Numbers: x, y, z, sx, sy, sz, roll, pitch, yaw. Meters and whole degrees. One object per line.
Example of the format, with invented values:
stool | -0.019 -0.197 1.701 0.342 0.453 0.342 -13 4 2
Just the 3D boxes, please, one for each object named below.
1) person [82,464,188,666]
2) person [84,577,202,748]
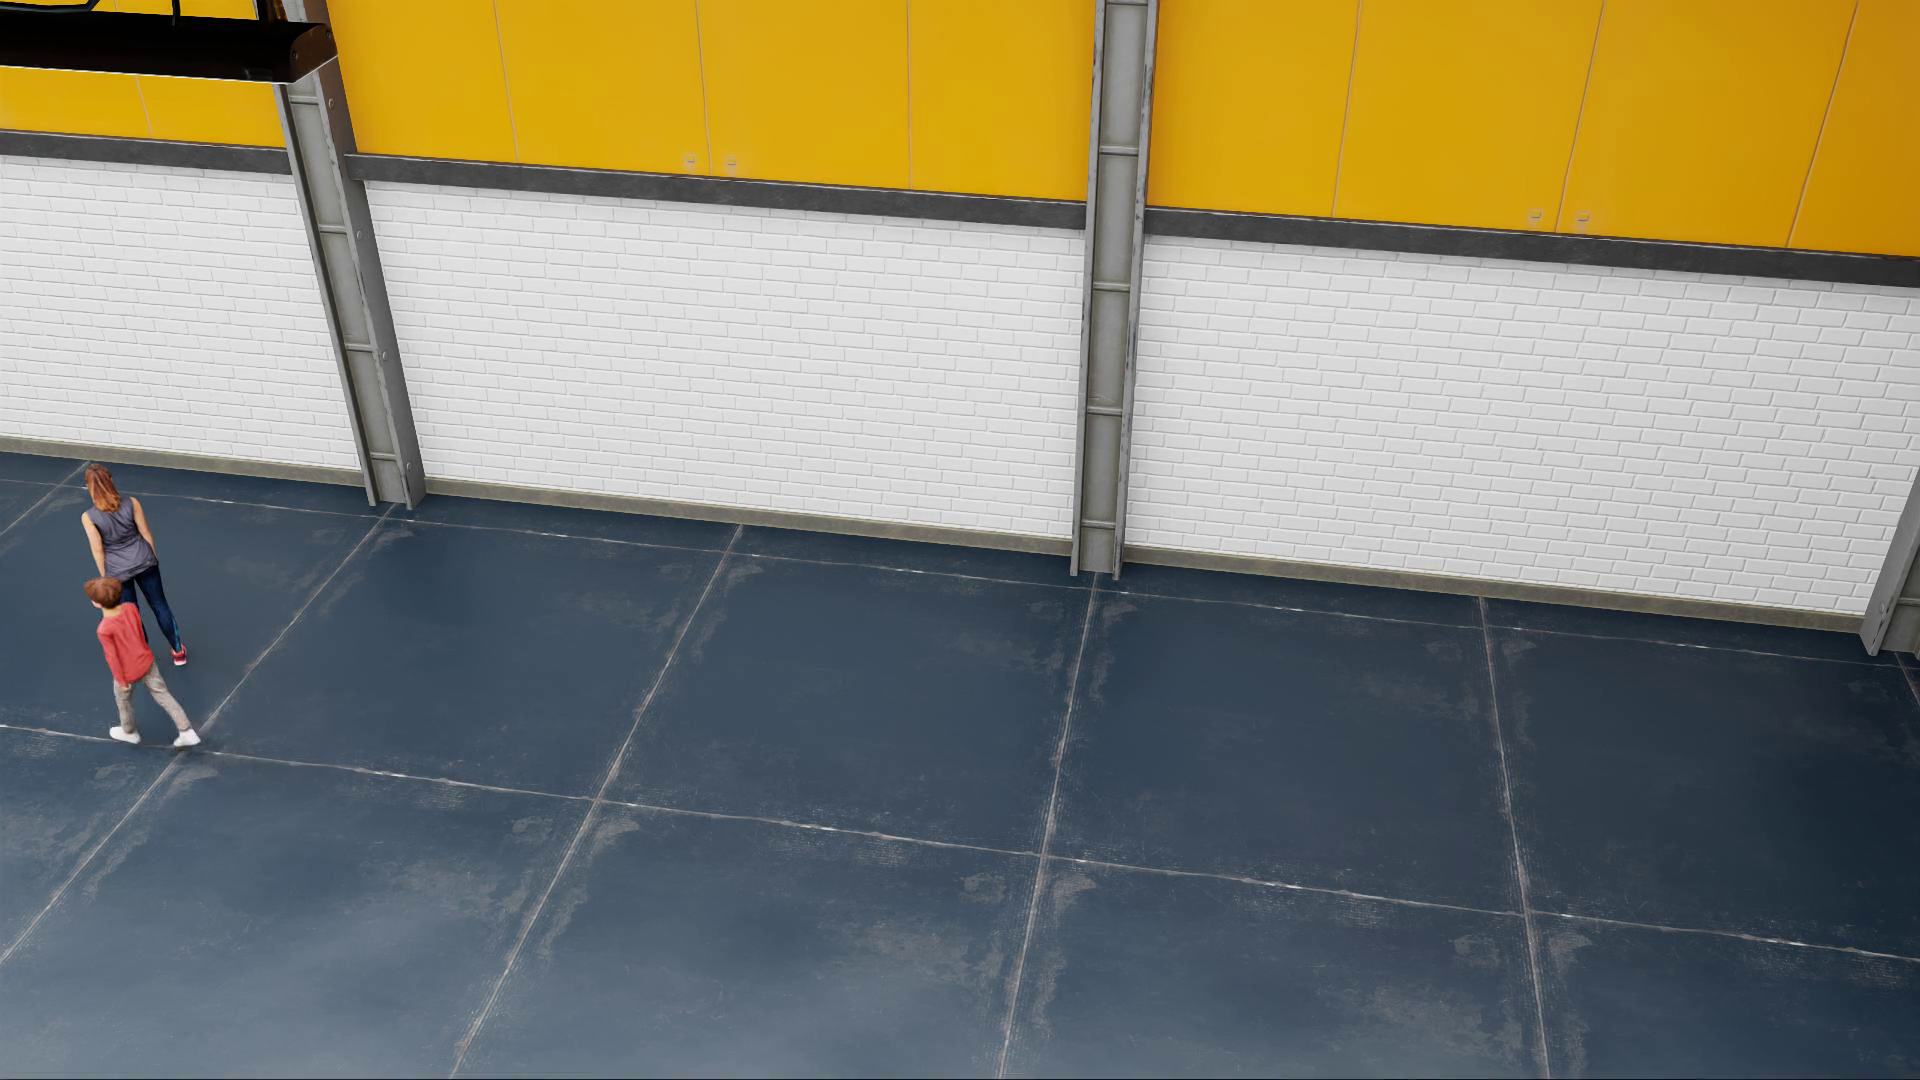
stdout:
person | -5.900 0.212 11.824 0.649 1.724 0.691 -27 42 -35
person | -5.488 0.850 11.163 0.969 1.393 0.648 12 35 17
